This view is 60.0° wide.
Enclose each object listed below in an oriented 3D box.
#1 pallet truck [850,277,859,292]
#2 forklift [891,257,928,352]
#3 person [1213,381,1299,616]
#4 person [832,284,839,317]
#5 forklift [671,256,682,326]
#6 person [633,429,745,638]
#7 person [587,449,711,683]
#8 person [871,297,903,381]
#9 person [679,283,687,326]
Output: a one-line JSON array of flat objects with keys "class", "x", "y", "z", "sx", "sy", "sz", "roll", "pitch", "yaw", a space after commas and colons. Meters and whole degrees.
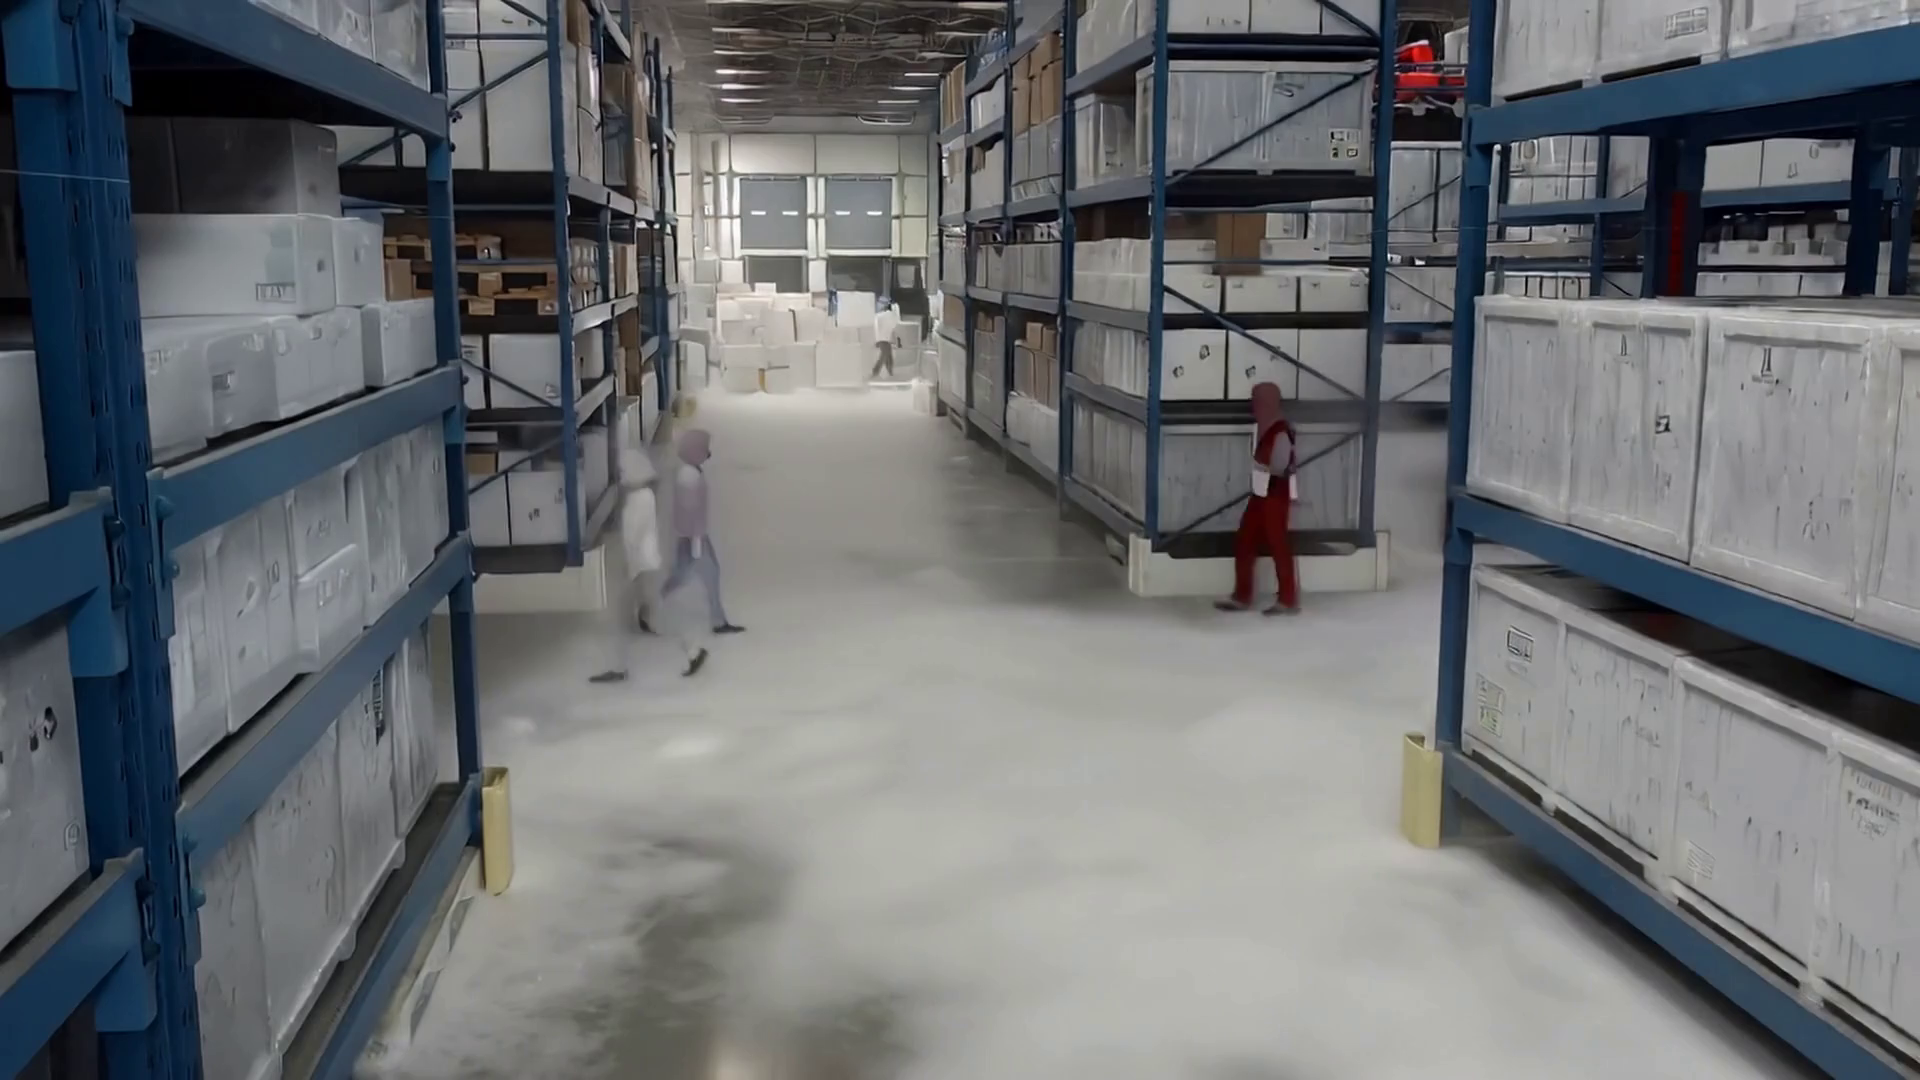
[{"class": "pallet truck", "x": -3.782, "y": -9.391, "z": 65.808, "sx": 1.885, "sy": 1.965, "sz": 0.823, "roll": 2, "pitch": 10, "yaw": 10}, {"class": "forklift", "x": -1.564, "y": -7.038, "z": 49.539, "sx": 1.129, "sy": 2.768, "sz": 1.873, "roll": 1, "pitch": 10, "yaw": 8}, {"class": "person", "x": 2.366, "y": -0.317, "z": 13.277, "sx": 0.787, "sy": 1.889, "sz": 0.625, "roll": -2, "pitch": 10, "yaw": -10}, {"class": "person", "x": -5.314, "y": -10.142, "z": 71.225, "sx": 0.309, "sy": 1.637, "sz": 0.518, "roll": -1, "pitch": 10, "yaw": -6}, {"class": "forklift", "x": -11.356, "y": -9.574, "z": 64.303, "sx": 1.129, "sy": 2.768, "sz": 1.873, "roll": -1, "pitch": 10, "yaw": -7}, {"class": "person", "x": -2.083, "y": -0.044, "z": 12.557, "sx": 0.806, "sy": 1.599, "sz": 0.510, "roll": -1, "pitch": 10, "yaw": -6}, {"class": "person", "x": -2.106, "y": 0.181, "z": 11.232, "sx": 0.783, "sy": 1.603, "sz": 0.509, "roll": -4, "pitch": 10, "yaw": -21}, {"class": "person", "x": -1.700, "y": -4.541, "z": 37.754, "sx": 1.038, "sy": 1.952, "sz": 0.623, "roll": 7, "pitch": 12, "yaw": 36}, {"class": "person", "x": -9.455, "y": -7.755, "z": 56.449, "sx": 0.632, "sy": 1.938, "sz": 0.359, "roll": 5, "pitch": 11, "yaw": 25}]
